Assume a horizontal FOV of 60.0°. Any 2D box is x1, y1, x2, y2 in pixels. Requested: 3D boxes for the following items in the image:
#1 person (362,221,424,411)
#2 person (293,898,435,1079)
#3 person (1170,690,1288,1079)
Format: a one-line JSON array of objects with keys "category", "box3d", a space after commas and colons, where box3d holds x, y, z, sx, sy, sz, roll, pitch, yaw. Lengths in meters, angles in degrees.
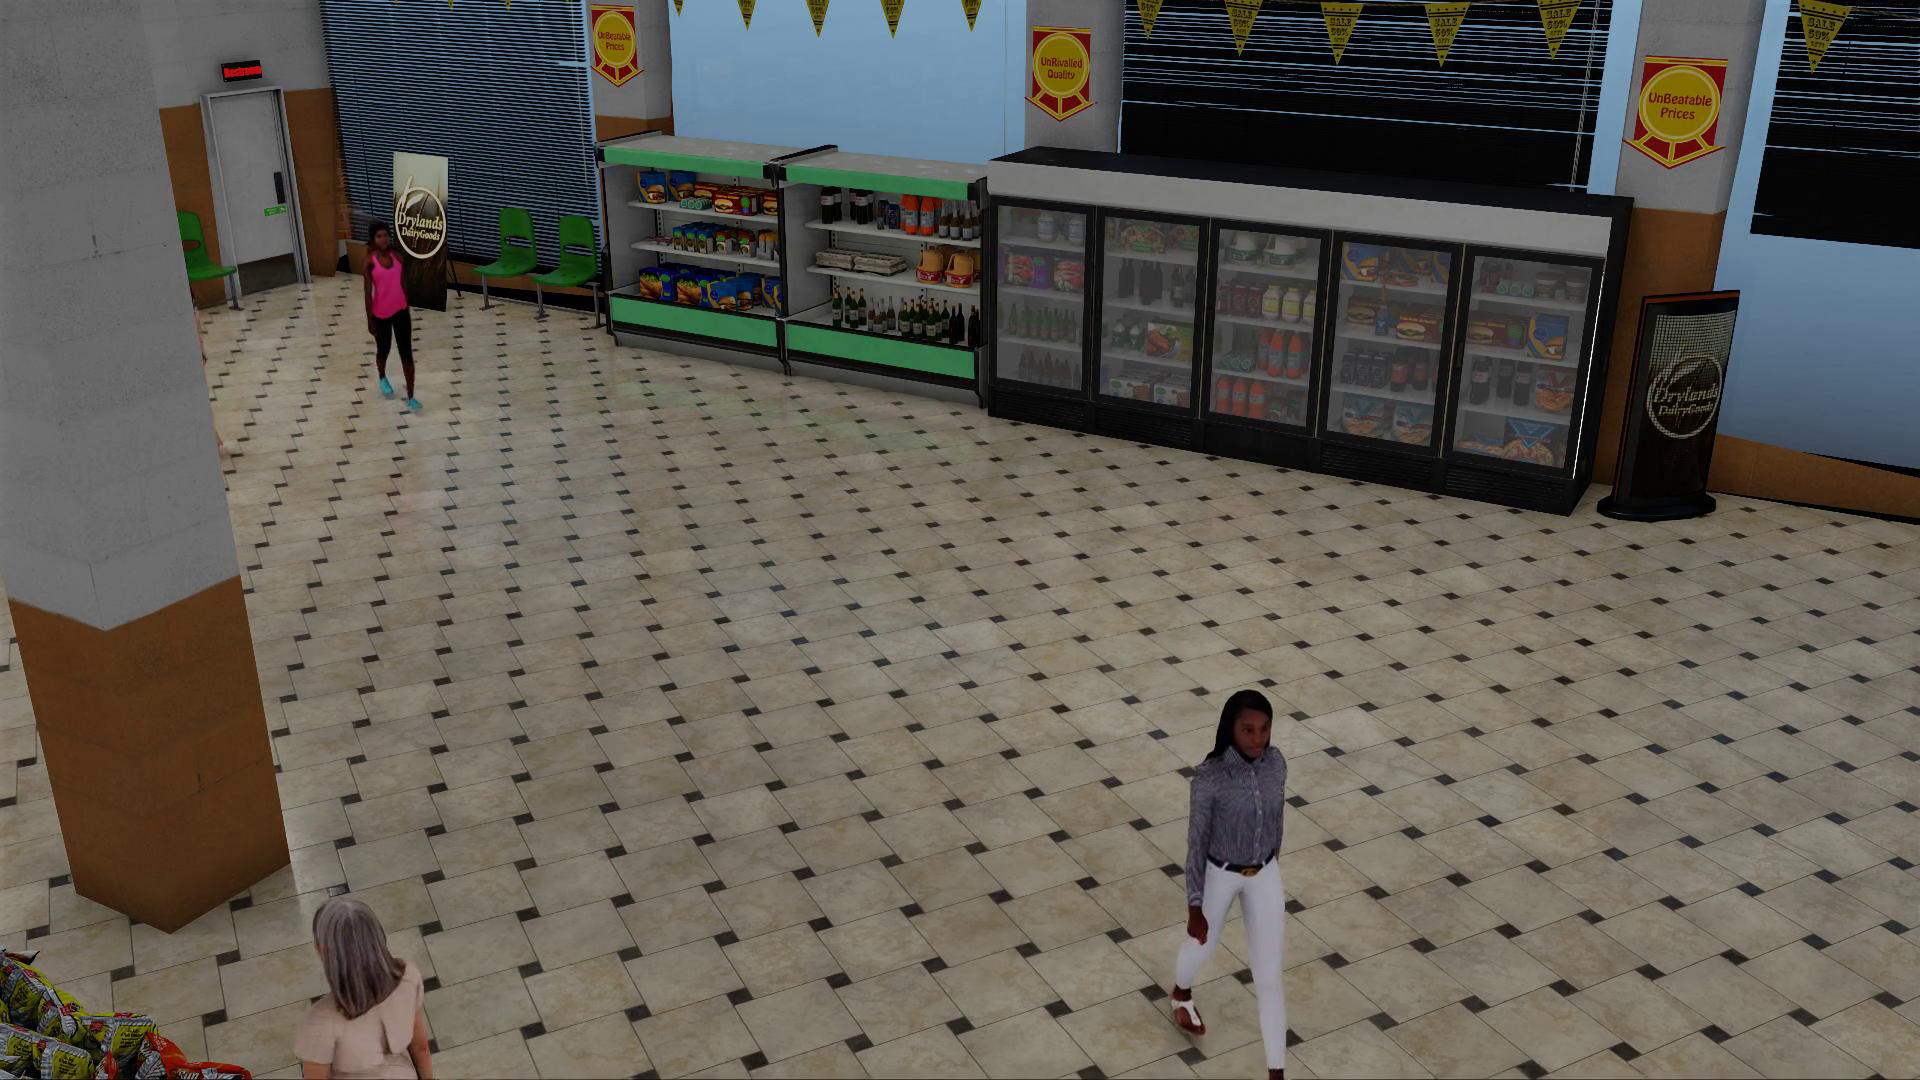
[{"category": "person", "box3d": [-5.228, -2.048, 15.152, 0.902, 1.682, 1.212, -15, 26, -32]}, {"category": "person", "box3d": [-1.767, 1.933, 5.239, 1.130, 1.686, 0.642, 11, 25, 26]}, {"category": "person", "box3d": [1.050, 1.366, 6.669, 1.129, 1.673, 1.178, -6, 23, -14]}]
